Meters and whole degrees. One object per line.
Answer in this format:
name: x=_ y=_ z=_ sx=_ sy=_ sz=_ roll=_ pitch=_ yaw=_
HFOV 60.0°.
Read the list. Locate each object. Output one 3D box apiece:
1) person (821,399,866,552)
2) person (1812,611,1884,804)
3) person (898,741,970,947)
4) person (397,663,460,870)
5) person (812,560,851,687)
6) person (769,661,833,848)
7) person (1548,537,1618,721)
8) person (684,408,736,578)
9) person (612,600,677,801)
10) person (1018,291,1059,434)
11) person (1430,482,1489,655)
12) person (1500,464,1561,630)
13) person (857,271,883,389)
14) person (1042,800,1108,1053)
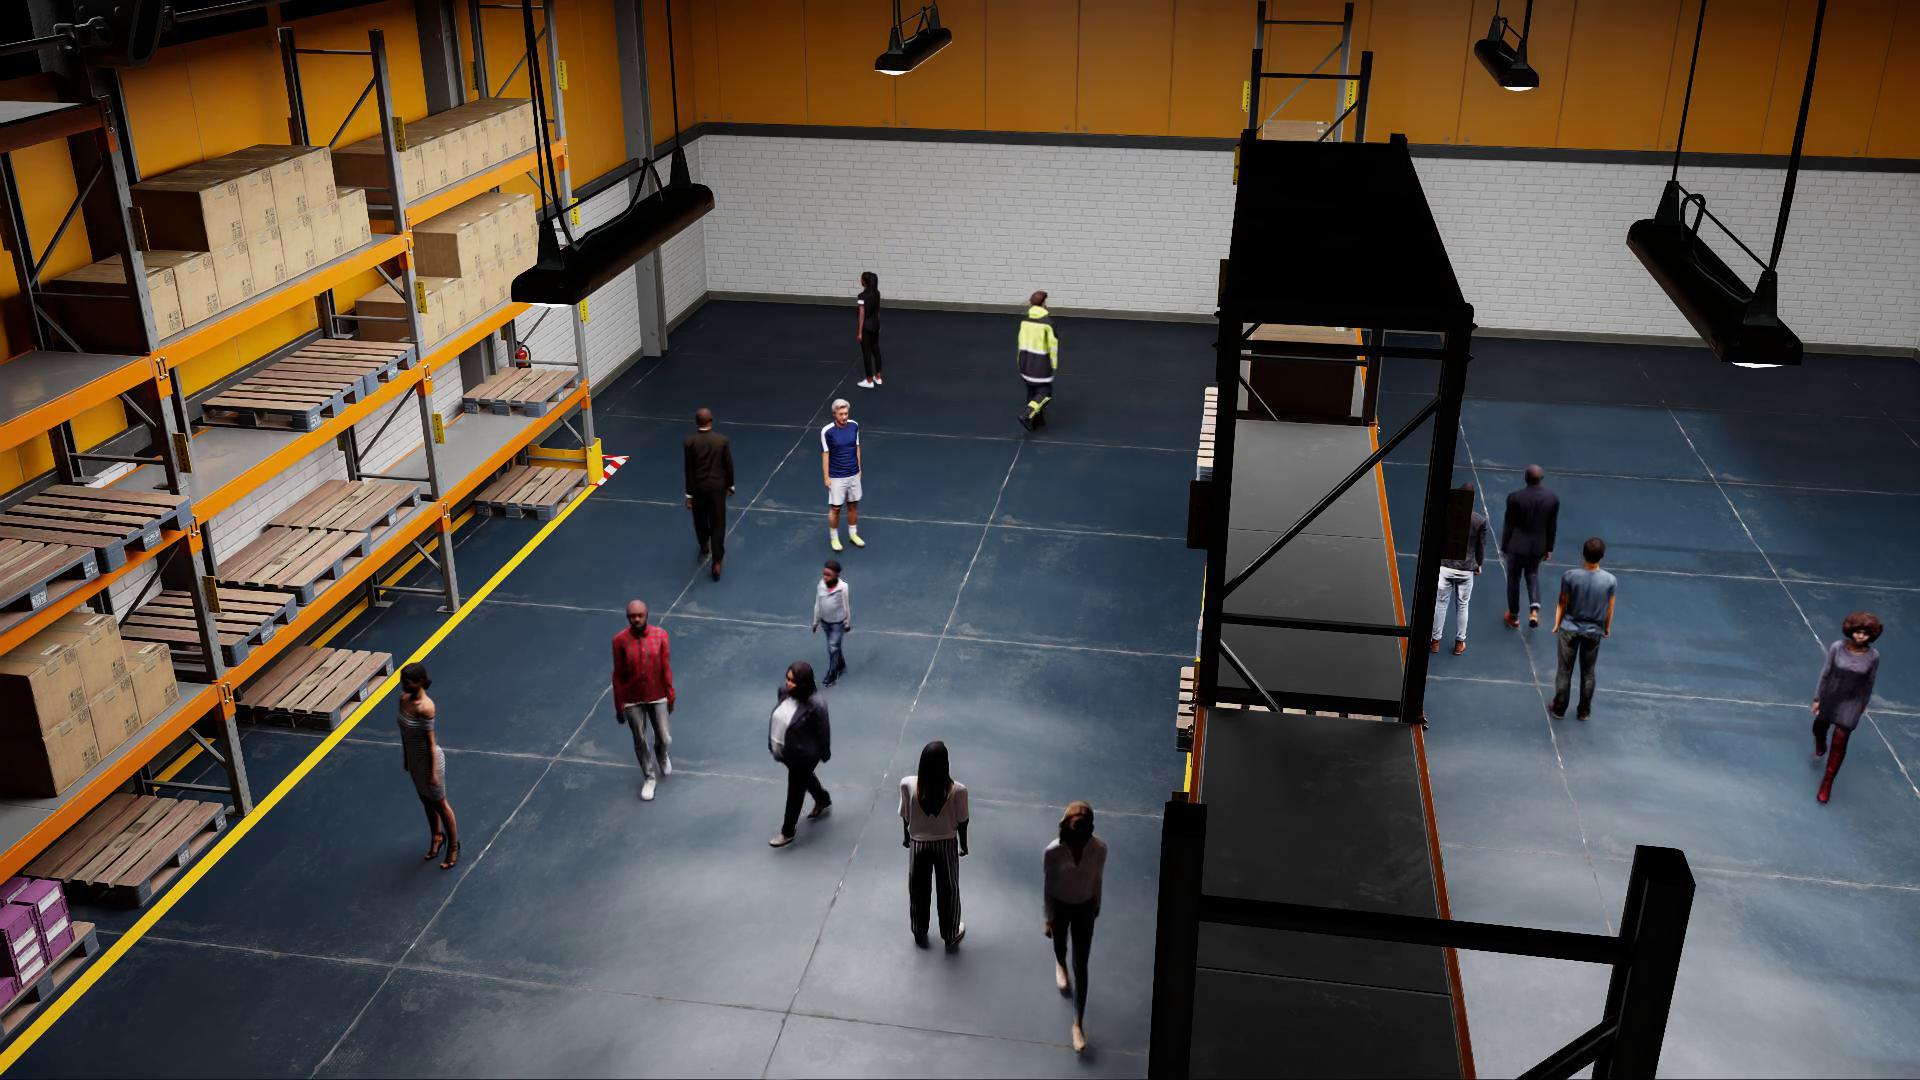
person: x=-1.347 y=-0.772 z=19.050 sx=0.725 sy=1.831 sz=0.783 roll=-15 pitch=28 yaw=-31
person: x=7.572 y=1.372 z=14.331 sx=0.837 sy=1.683 sz=1.168 roll=13 pitch=27 yaw=28
person: x=-0.197 y=2.244 z=12.342 sx=0.679 sy=1.679 sz=0.614 roll=5 pitch=24 yaw=11
person: x=-4.237 y=1.780 z=13.231 sx=0.665 sy=1.817 sz=0.688 roll=21 pitch=31 yaw=39
person: x=-1.201 y=0.752 z=16.304 sx=0.632 sy=1.239 sz=0.777 roll=16 pitch=28 yaw=32
person: x=-1.276 y=1.695 z=13.741 sx=1.014 sy=1.563 sz=1.138 roll=22 pitch=32 yaw=40
person: x=5.766 y=0.826 z=15.425 sx=0.644 sy=1.808 sz=0.510 roll=4 pitch=24 yaw=9
person: x=-2.761 y=-0.499 z=18.394 sx=1.046 sy=1.858 sz=1.334 roll=-5 pitch=24 yaw=-12
person: x=-2.721 y=1.309 z=14.314 sx=0.811 sy=1.812 sz=0.898 roll=-4 pitch=24 yaw=-10
person: x=1.006 y=-2.370 z=22.545 sx=1.029 sy=1.960 sz=1.132 roll=19 pitch=30 yaw=37
person: x=4.967 y=0.285 z=16.627 sx=0.671 sy=1.837 sz=0.572 roll=6 pitch=24 yaw=14
person: x=5.820 y=0.120 z=17.043 sx=0.773 sy=1.805 sz=0.850 roll=0 pitch=24 yaw=0
person: x=-1.343 y=-3.114 z=24.536 sx=0.757 sy=1.729 sz=0.640 roll=17 pitch=29 yaw=34
person: x=0.747 y=2.543 z=11.568 sx=0.738 sy=1.751 sz=1.214 roll=0 pitch=24 yaw=-1
